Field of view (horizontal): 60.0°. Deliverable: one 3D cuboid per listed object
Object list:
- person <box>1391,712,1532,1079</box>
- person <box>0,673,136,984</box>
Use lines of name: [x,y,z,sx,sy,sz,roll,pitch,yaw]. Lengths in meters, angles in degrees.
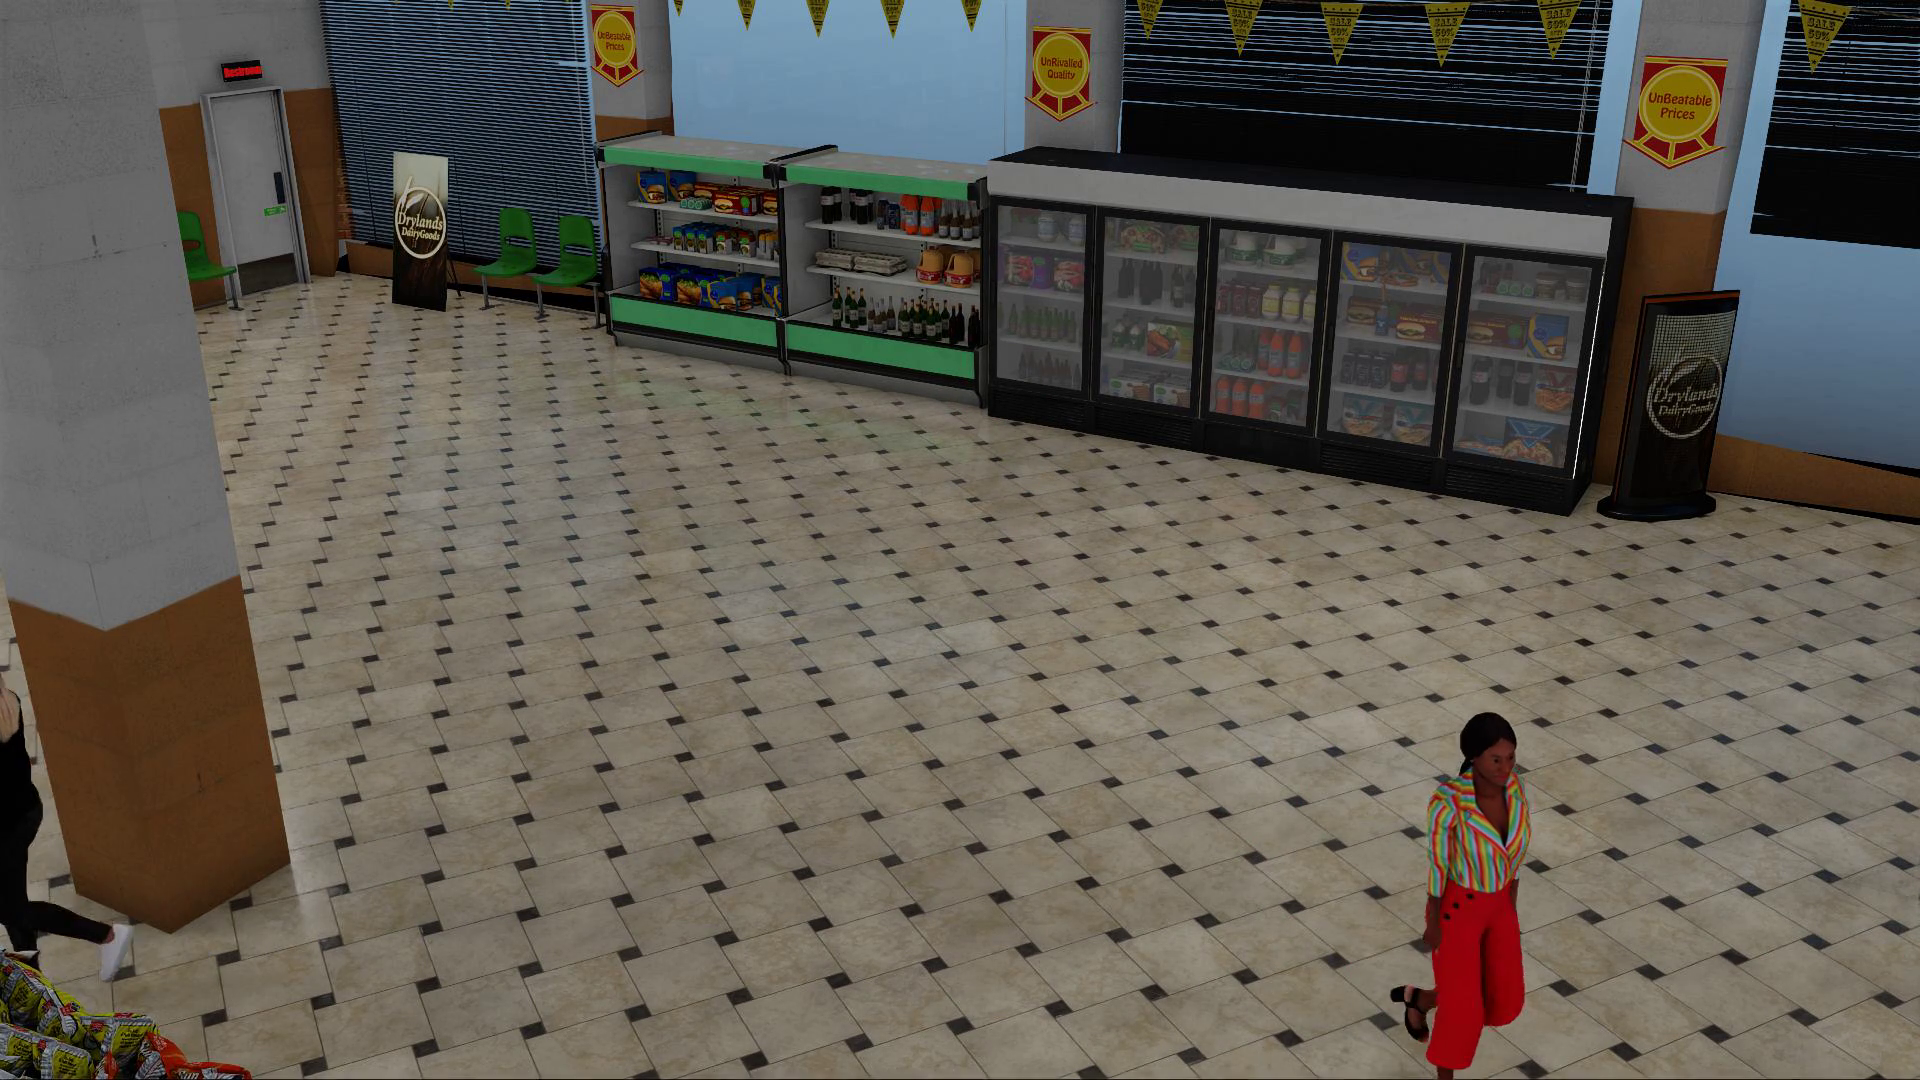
person: [1.901,1.429,6.369,0.841,1.780,0.934,-9,23,-21]
person: [-3.931,1.226,7.028,1.012,1.664,0.931,-4,22,-11]
